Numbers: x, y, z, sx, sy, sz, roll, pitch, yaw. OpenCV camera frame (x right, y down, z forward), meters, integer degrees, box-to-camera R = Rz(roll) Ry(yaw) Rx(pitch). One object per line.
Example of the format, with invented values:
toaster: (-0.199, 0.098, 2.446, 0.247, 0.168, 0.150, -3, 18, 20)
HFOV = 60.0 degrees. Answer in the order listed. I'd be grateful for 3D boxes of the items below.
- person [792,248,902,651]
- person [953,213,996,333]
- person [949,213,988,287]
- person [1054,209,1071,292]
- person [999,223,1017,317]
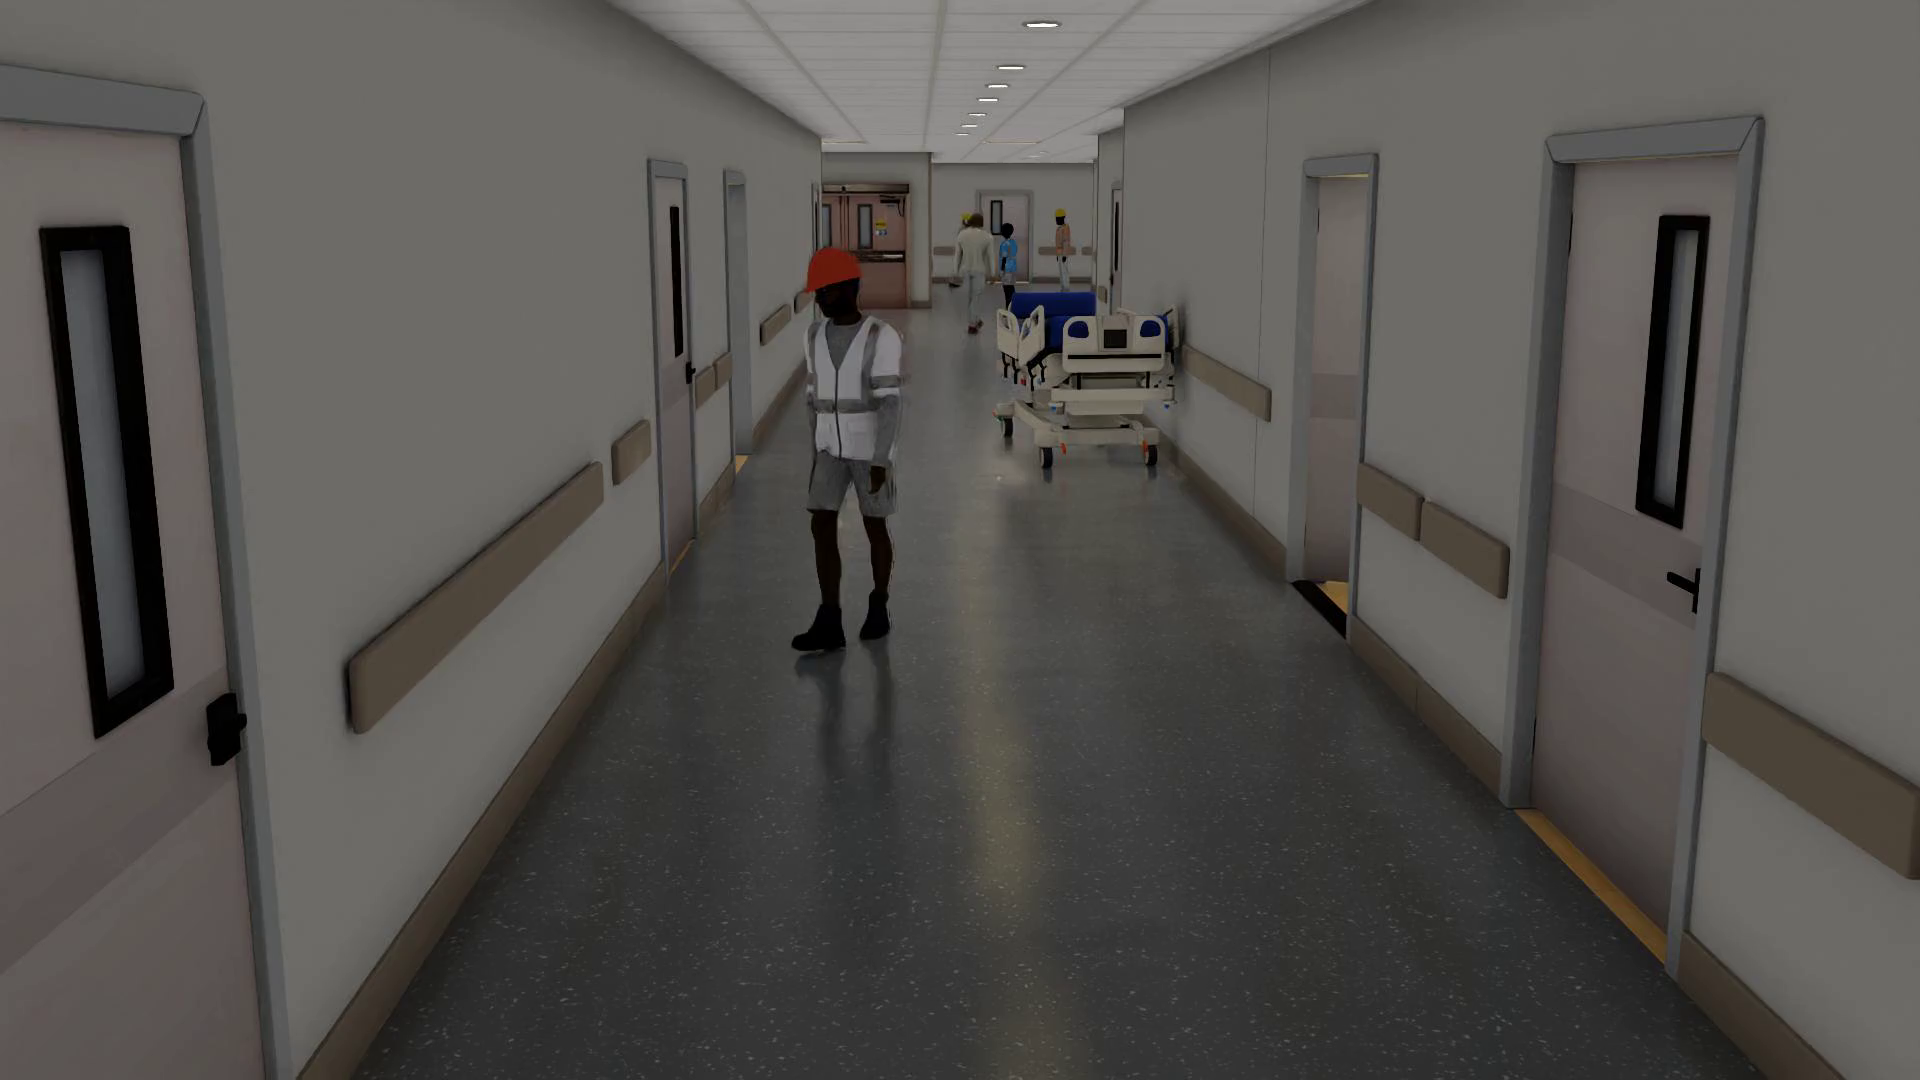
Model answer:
person: (-0.563, -0.414, 7.874, 0.550, 1.887, 0.828, 5, 13, 24)
person: (0.252, -4.275, 26.692, 0.665, 1.888, 1.043, 4, 12, 21)
person: (0.170, -6.996, 40.224, 0.962, 1.776, 0.616, 0, 12, 2)
person: (2.230, -6.301, 36.513, 0.396, 1.919, 0.582, -3, 12, -14)
person: (0.863, -4.895, 30.192, 0.317, 1.696, 0.541, 5, 13, 23)
